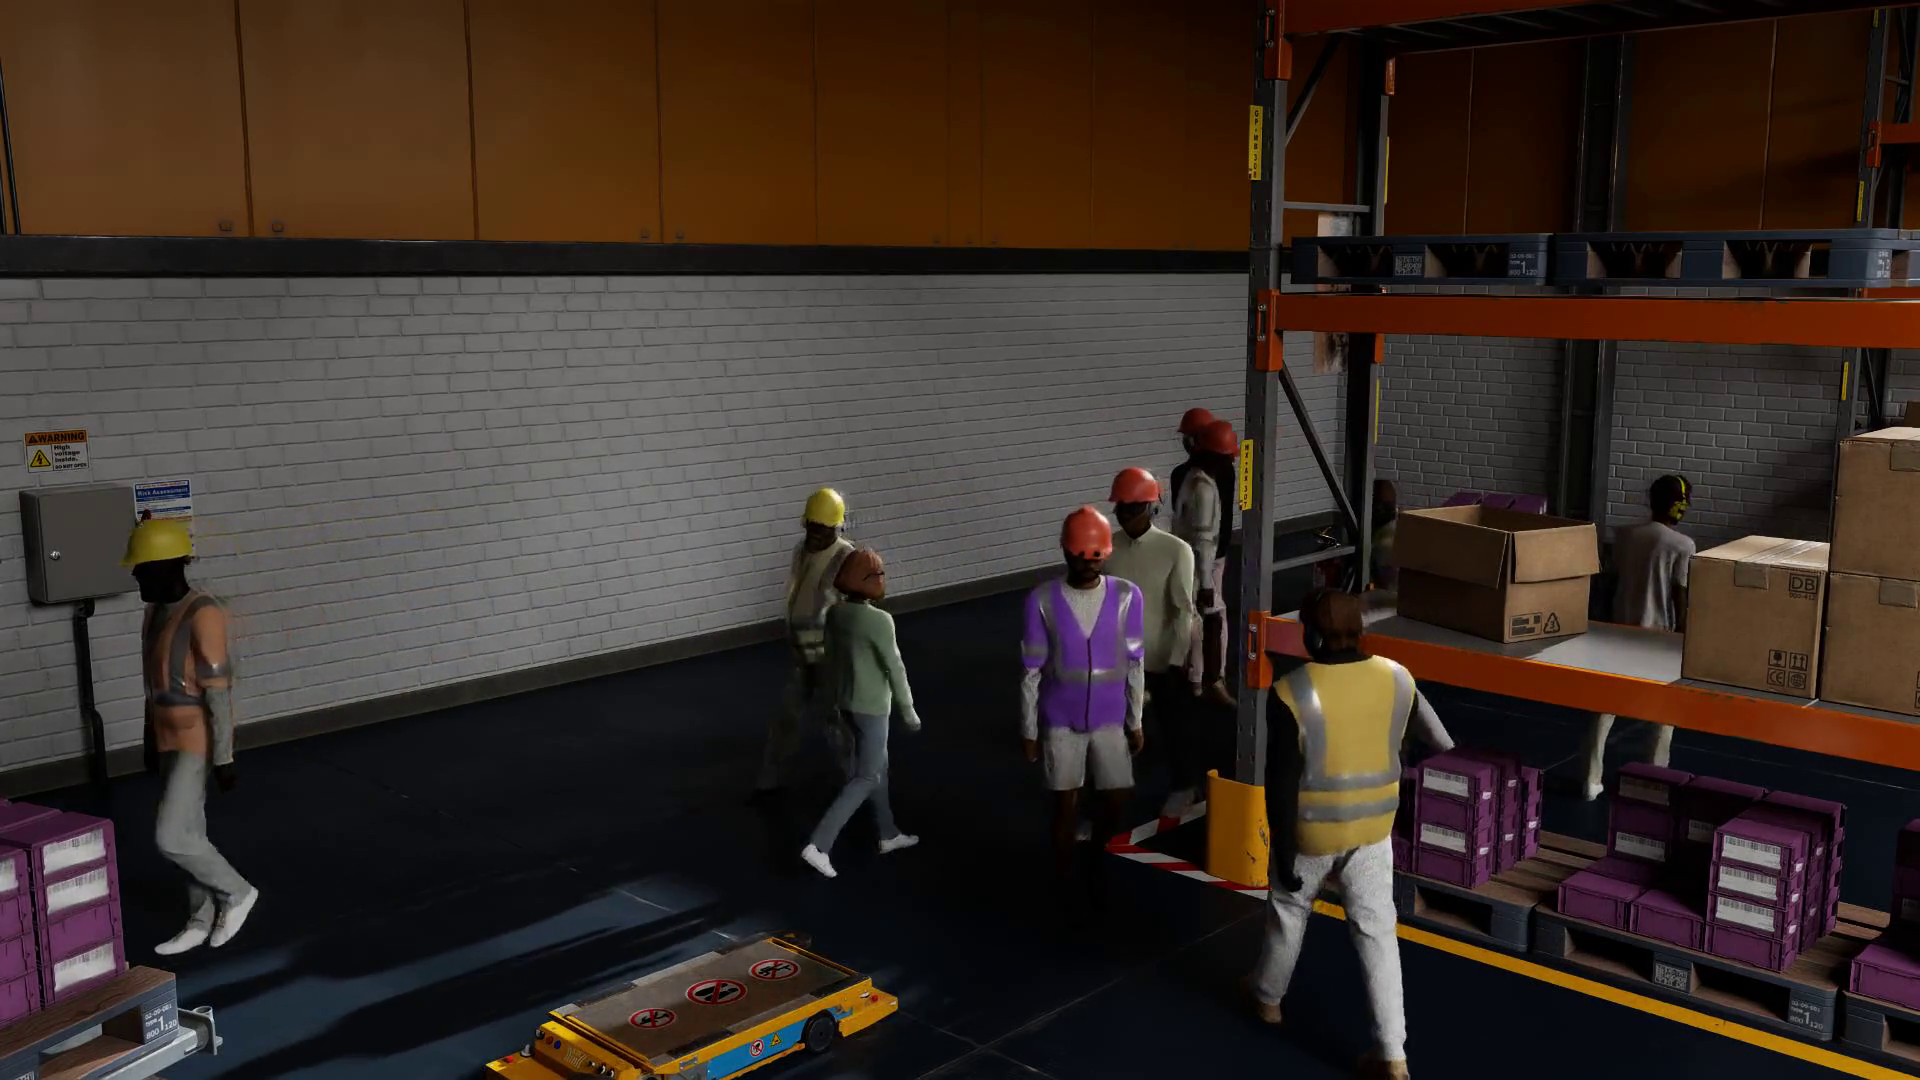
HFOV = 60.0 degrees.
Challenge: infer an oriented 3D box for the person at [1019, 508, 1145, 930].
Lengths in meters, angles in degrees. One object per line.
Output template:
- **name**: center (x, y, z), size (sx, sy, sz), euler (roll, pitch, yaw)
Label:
- **person**: center (0.547, 0.801, 7.383), size (0.578, 1.917, 0.437), euler (-1, 9, -3)

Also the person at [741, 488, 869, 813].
- **person**: center (-0.794, 0.608, 8.993), size (0.677, 1.782, 0.629), euler (-7, 12, -37)

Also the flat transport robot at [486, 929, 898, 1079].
- **flat transport robot**: center (-0.969, 1.810, 6.227), size (0.652, 0.197, 1.431), euler (9, 13, 43)

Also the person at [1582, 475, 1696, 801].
- **person**: center (3.782, 0.551, 9.241), size (0.683, 1.817, 0.558), euler (-7, 12, -38)

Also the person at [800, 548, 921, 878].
- **person**: center (-0.496, 0.832, 8.152), size (0.768, 1.600, 0.502), euler (-7, 12, -37)

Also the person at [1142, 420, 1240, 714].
- **person**: center (1.472, 0.183, 11.012), size (0.876, 1.988, 0.618), euler (3, 10, 16)

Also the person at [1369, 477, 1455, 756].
- **person**: center (2.424, 0.537, 9.353), size (0.926, 1.807, 0.637), euler (3, 10, 17)

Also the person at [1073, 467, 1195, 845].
- **person**: center (0.952, 0.584, 8.671), size (0.611, 1.944, 1.067), euler (5, 11, 28)

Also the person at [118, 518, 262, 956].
- **person**: center (-3.325, 0.849, 7.094), size (0.617, 1.909, 0.416), euler (9, 13, 43)

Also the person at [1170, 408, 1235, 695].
- **person**: center (1.652, 0.077, 11.581), size (0.622, 1.992, 0.396), euler (-8, 12, -41)

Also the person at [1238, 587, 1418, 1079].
- **person**: center (1.395, 1.064, 6.180), size (0.624, 1.797, 0.974), euler (-2, 10, -14)
